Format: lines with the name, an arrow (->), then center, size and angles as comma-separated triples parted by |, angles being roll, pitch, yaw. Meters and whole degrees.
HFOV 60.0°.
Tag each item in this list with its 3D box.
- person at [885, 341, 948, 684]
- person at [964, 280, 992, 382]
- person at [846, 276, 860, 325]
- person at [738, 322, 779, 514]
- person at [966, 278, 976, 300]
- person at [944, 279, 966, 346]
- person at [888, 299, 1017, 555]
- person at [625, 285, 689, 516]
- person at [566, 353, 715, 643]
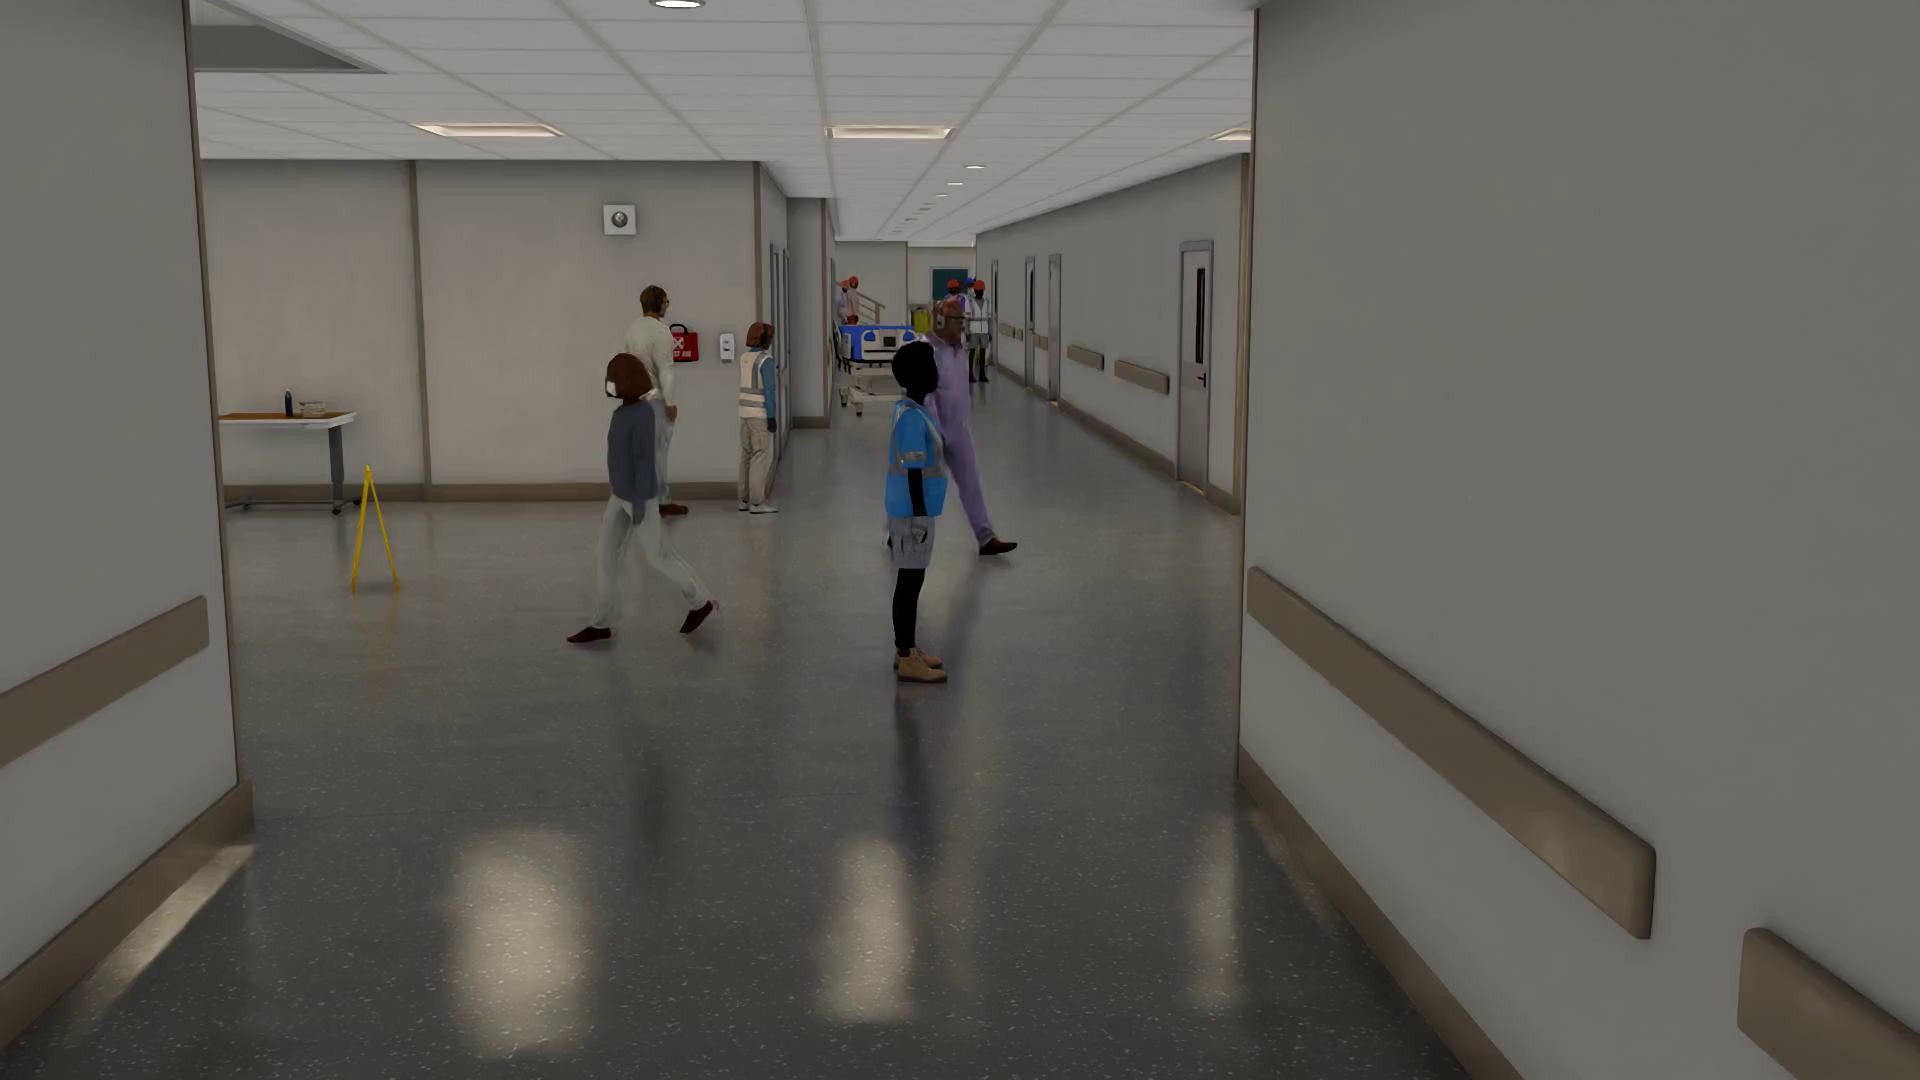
person -> -0.218, -0.142, 8.319 | 0.317, 1.700, 0.538 | -1, 9, -4
person -> 0.359, -3.957, 31.532 | 0.551, 1.935, 0.372 | -4, 10, -22
person -> -2.779, -5.855, 43.255 | 0.381, 1.996, 0.608 | -4, 10, -22
person -> -1.728, -1.040, 14.191 | 0.323, 1.630, 0.503 | -6, 11, -33
person -> 0.337, -6.982, 50.480 | 0.387, 1.948, 0.602 | 0, 9, -3
person -> -0.140, -4.808, 36.866 | 0.548, 1.936, 0.378 | 5, 10, 27
person -> -0.111, -0.802, 11.995 | 1.011, 1.852, 0.643 | 7, 11, 37
person -> -2.579, -1.171, 14.028 | 0.371, 1.940, 0.627 | -8, 12, -39
person -> -1.766, -0.236, 9.217 | 0.797, 1.606, 0.505 | -6, 11, -35
